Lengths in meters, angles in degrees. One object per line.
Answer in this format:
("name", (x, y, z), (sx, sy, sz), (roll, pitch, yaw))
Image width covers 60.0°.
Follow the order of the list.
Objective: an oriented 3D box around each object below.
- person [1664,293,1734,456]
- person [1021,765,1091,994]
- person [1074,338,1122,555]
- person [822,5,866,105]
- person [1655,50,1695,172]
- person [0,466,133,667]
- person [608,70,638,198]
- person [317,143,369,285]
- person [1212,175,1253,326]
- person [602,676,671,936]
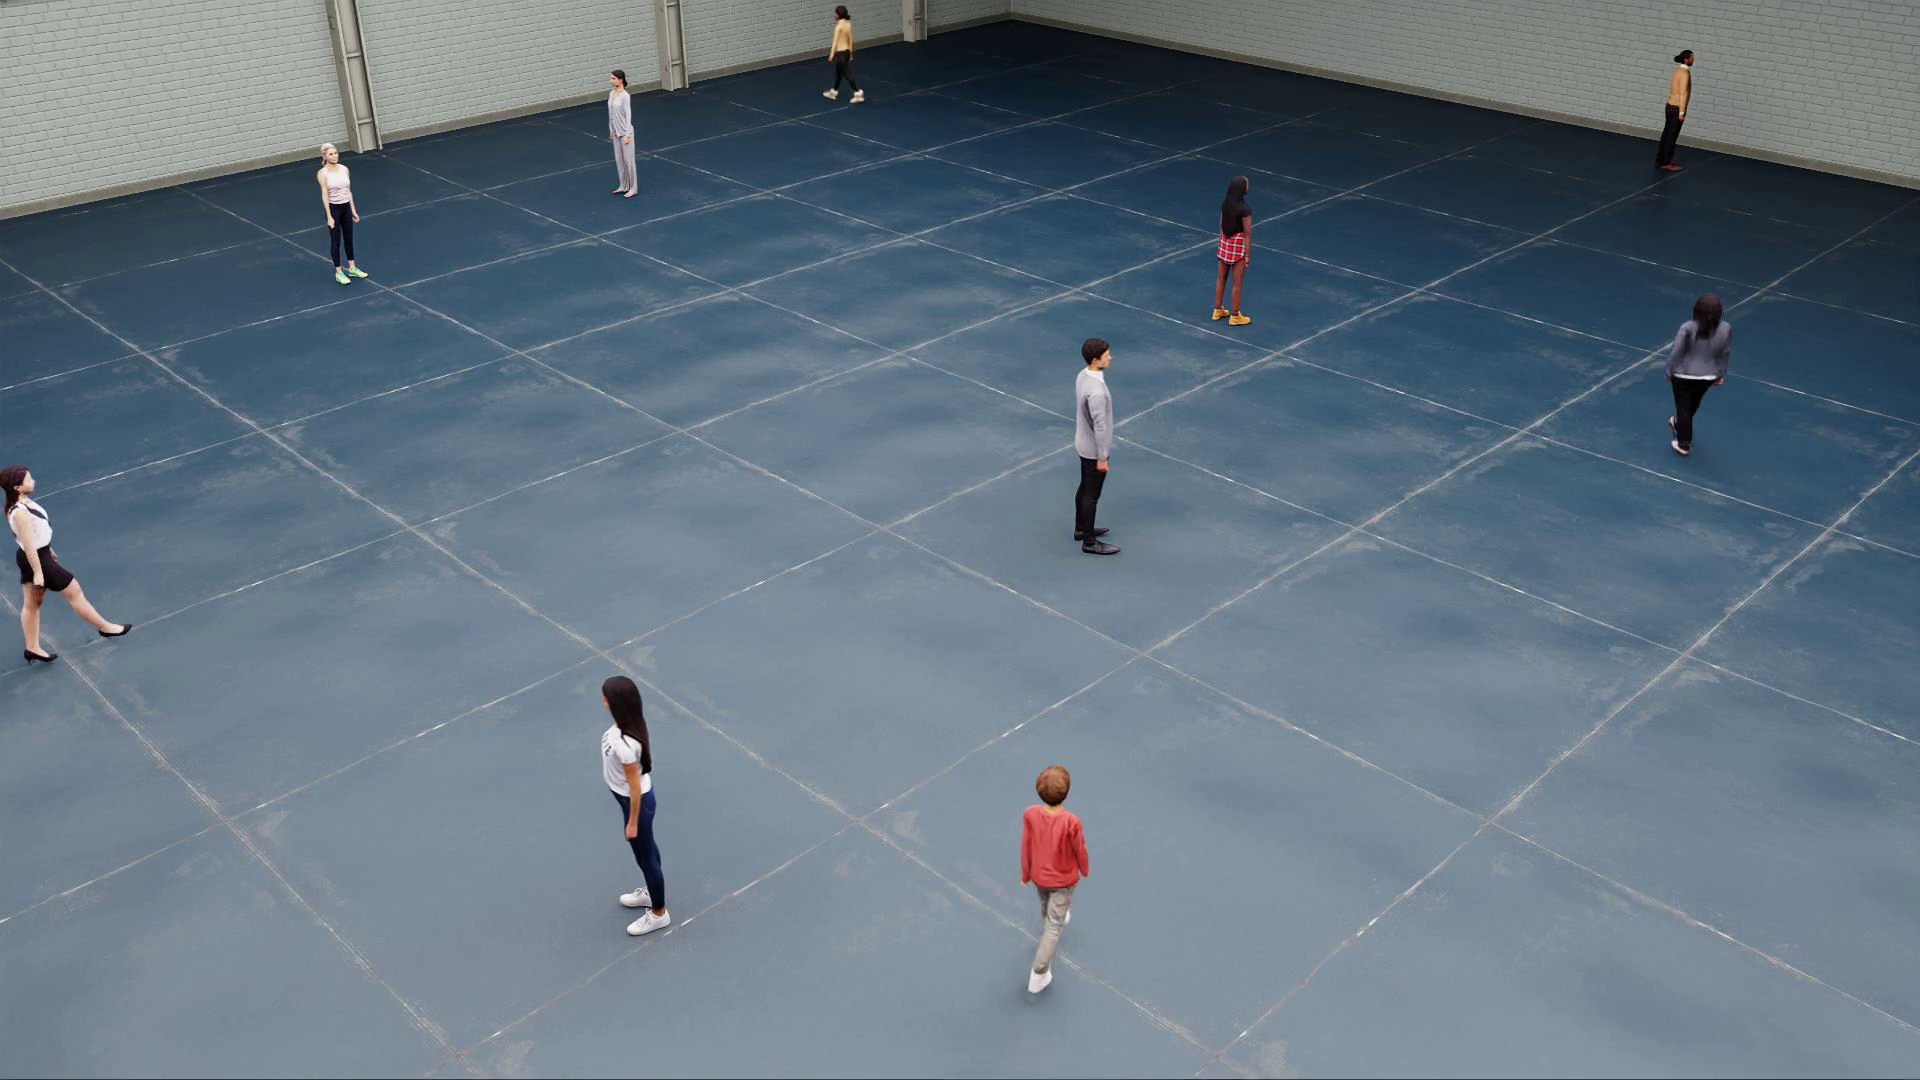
("person", (7.084, -1.568, 15.971), (0.997, 1.574, 1.045), (-2, 28, -3))
("person", (0.514, 1.961, 9.545), (0.700, 1.385, 1.008), (14, 31, 24))
("person", (1.128, -0.818, 14.193), (0.860, 1.923, 0.840), (-4, 28, -8))
("person", (-1.940, -8.302, 28.563), (0.907, 1.624, 1.117), (13, 31, 23))
("person", (10.759, -6.470, 24.985), (0.816, 1.754, 0.743), (2, 28, 3))
("person", (-7.047, 0.226, 12.556), (1.024, 1.617, 0.668), (-20, 34, -32))
("person", (-4.815, -5.816, 23.736), (0.584, 1.774, 0.536), (23, 36, 37))
("person", (-7.654, -4.041, 20.478), (0.705, 1.702, 0.551), (15, 32, 27))
("person", (3.152, -3.343, 19.140), (0.624, 1.728, 0.631), (-20, 34, -33))
("person", (-1.917, 1.558, 9.887), (0.688, 1.775, 0.669), (-6, 29, -10))
